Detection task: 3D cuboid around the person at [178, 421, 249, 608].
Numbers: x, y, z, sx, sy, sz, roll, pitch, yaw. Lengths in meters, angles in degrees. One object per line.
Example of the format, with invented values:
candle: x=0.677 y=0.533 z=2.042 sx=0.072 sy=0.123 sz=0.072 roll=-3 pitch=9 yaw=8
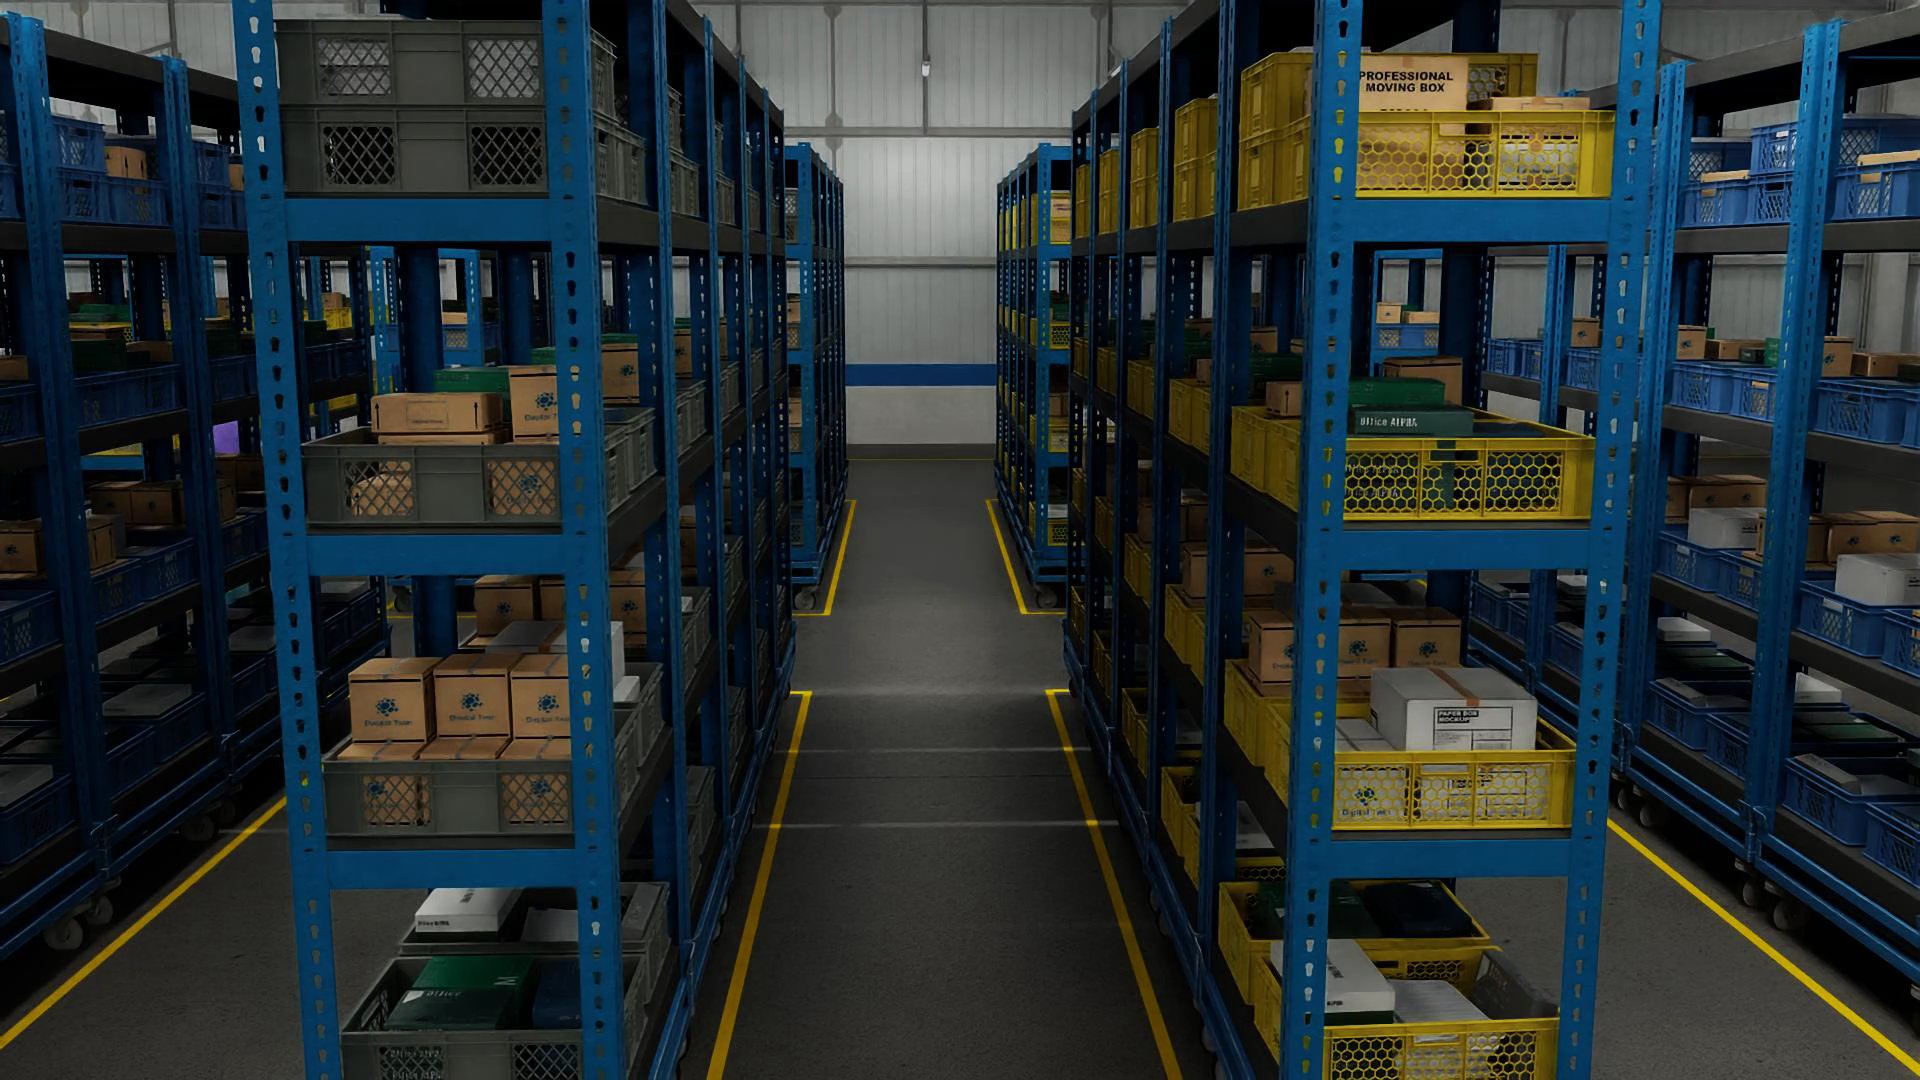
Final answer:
person: x=-5.602 y=-0.287 z=12.530 sx=0.387 sy=1.845 sz=0.565 roll=3 pitch=10 yaw=18
